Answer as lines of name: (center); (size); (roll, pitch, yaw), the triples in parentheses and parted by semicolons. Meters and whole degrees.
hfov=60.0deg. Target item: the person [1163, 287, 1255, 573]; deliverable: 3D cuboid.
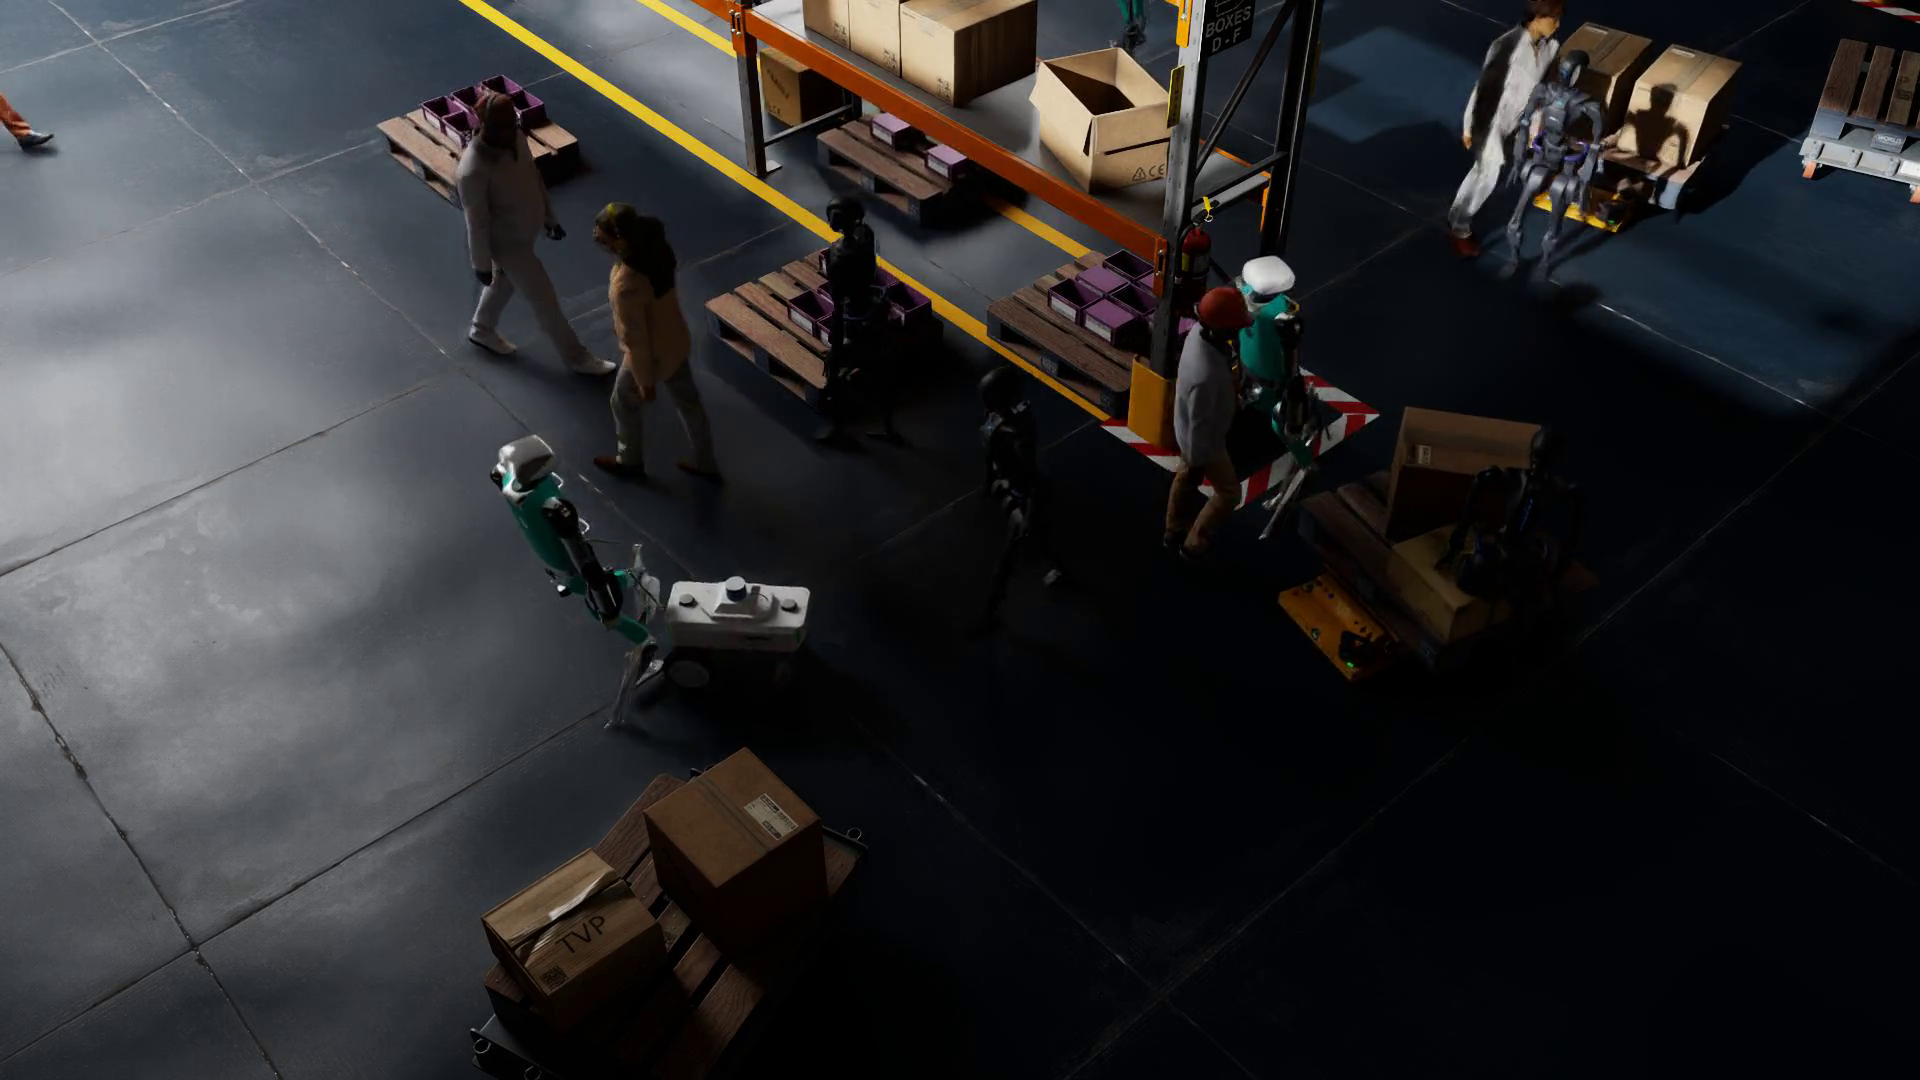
person: (1.334, -0.574, 8.631); (0.488, 1.733, 0.582); (2, 43, 2)

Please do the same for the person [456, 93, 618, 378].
person: (-2.661, -1.812, 9.901); (1.017, 1.851, 0.638); (7, 43, 7)

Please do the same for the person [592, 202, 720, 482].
person: (-1.764, -1.084, 9.105); (0.837, 1.842, 0.647); (15, 45, 16)

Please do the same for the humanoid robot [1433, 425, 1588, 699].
humanoid robot: (2.605, 0.077, 7.972); (0.608, 1.653, 0.445); (11, 44, 12)

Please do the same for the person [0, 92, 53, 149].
person: (-7.179, -3.536, 11.859); (0.886, 1.723, 0.528); (8, 43, 9)

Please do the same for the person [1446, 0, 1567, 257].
person: (3.579, -2.743, 10.946); (0.542, 1.804, 0.552); (-20, 46, -20)

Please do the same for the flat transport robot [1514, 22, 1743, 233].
flat transport robot: (4.712, -2.689, 12.019); (0.659, 0.231, 1.431); (27, 49, 26)

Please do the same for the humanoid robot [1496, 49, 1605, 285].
humanoid robot: (3.847, -2.371, 10.661); (0.607, 1.655, 0.470); (32, 52, 30)

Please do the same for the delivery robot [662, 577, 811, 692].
delivery robot: (-1.147, 0.445, 8.413); (0.784, 0.613, 0.520); (3, 43, 3)

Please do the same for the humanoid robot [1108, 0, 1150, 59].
humanoid robot: (1.312, -4.310, 12.702); (0.545, 1.764, 0.940); (-13, 44, -13)

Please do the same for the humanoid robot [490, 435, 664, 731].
humanoid robot: (-1.655, 0.137, 7.876); (0.836, 1.775, 0.553); (-34, 52, -31)

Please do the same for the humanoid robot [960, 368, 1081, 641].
humanoid robot: (0.327, -0.226, 8.349); (0.771, 1.625, 0.610); (-18, 45, -18)

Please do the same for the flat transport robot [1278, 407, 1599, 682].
flat transport robot: (2.471, 0.254, 8.819); (1.431, 0.231, 0.659); (-19, 46, -19)

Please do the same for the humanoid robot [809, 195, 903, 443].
humanoid robot: (-0.627, -1.222, 9.387); (0.615, 1.639, 0.603); (15, 45, 16)

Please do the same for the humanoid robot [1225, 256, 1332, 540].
humanoid robot: (1.780, -0.777, 8.875); (0.826, 1.785, 0.552); (-21, 47, -21)
